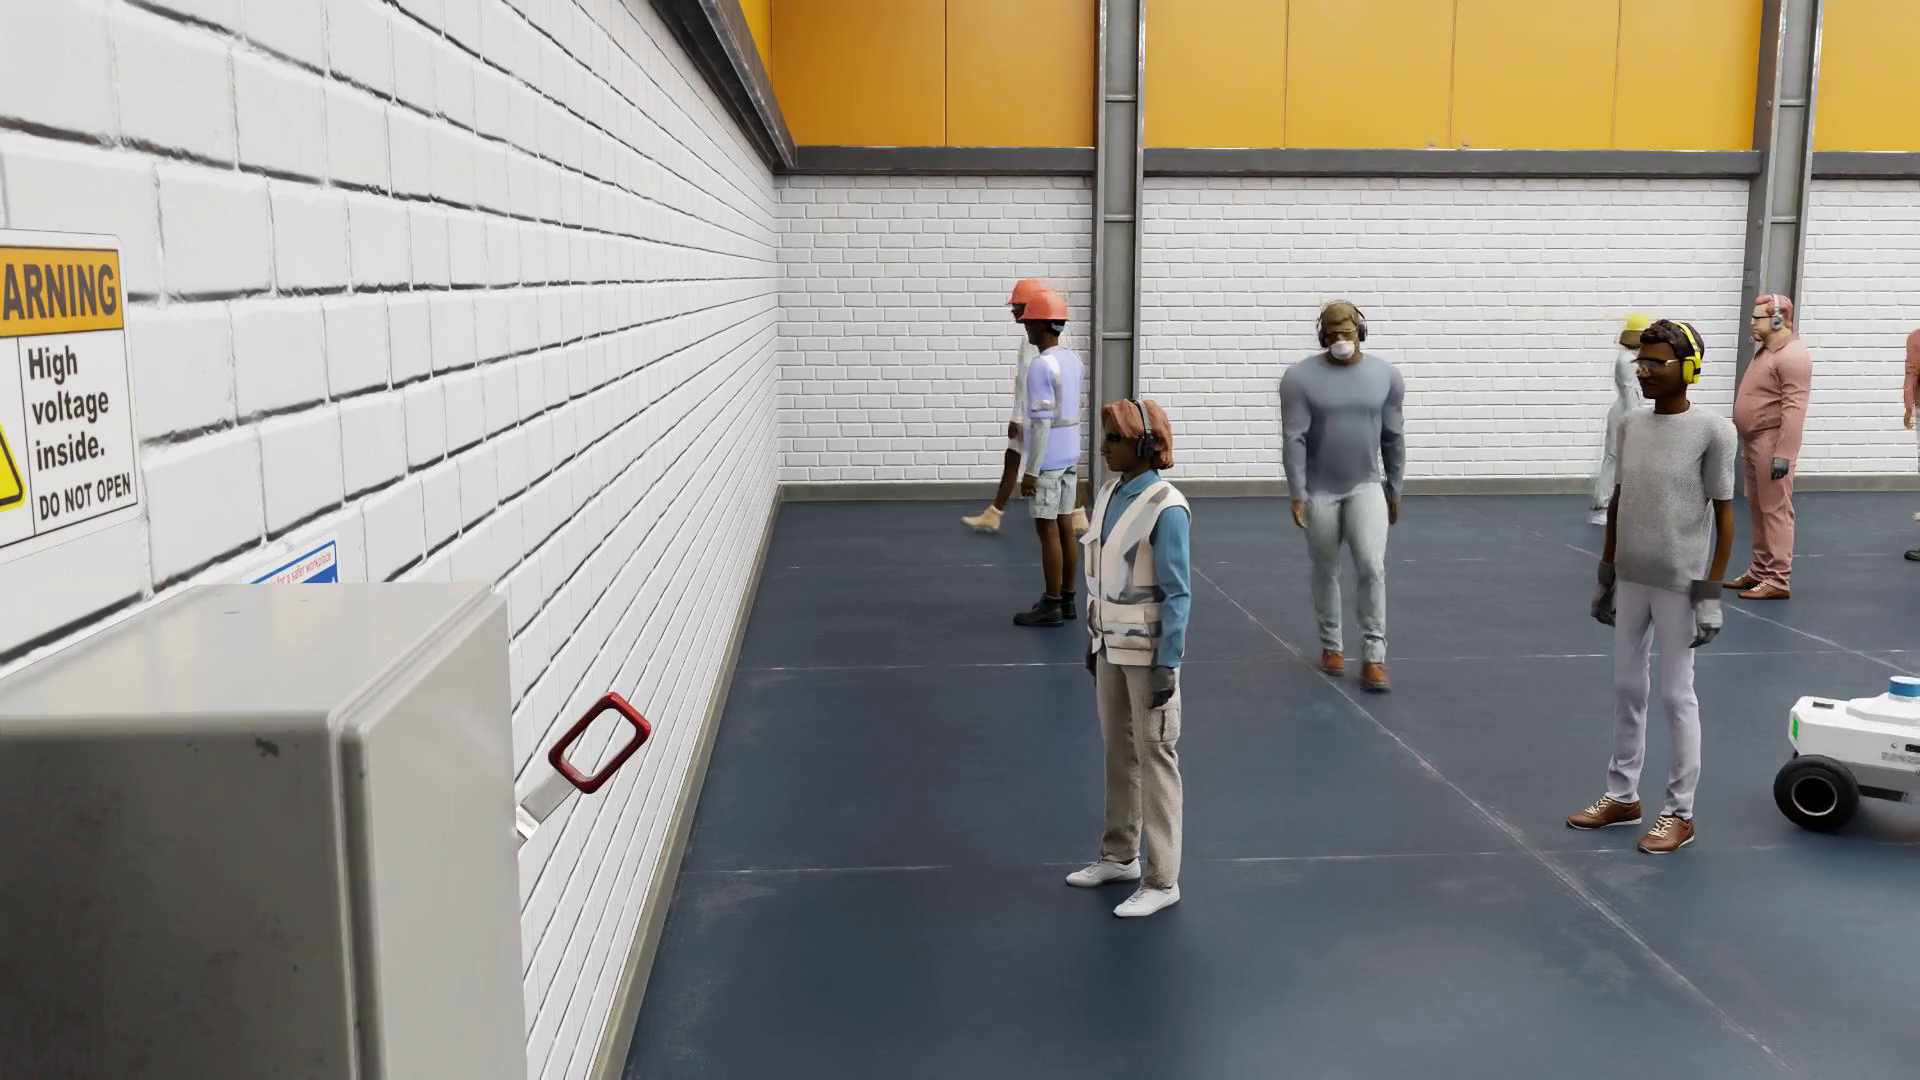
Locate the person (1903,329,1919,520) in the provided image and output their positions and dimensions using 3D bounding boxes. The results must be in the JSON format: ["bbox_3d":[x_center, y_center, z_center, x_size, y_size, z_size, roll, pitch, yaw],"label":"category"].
[{"bbox_3d":[8.158,-1.105,13.633,0.775,1.948,0.557,4,10,25],"label":"person"}]

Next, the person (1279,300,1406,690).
[{"bbox_3d":[1.888,-0.218,8.173,0.643,1.891,0.846,1,9,4],"label":"person"}]

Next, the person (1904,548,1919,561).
[{"bbox_3d":[6.959,-0.802,11.715,0.545,1.938,0.357,-8,12,-40],"label":"person"}]

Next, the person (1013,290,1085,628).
[{"bbox_3d":[0.499,-0.463,9.586,0.366,1.939,0.542,5,10,27],"label":"person"}]

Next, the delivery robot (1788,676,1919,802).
[{"bbox_3d":[3.427,0.741,6.060,0.707,0.478,0.477,6,11,34],"label":"delivery robot"}]

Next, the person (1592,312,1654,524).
[{"bbox_3d":[5.428,-0.950,13.328,0.670,1.721,0.486,7,11,37],"label":"person"}]

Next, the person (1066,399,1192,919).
[{"bbox_3d":[0.556,0.368,5.302,0.306,1.640,0.523,-4,10,-23],"label":"person"}]

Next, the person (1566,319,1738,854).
[{"bbox_3d":[2.458,0.161,5.882,0.321,1.871,0.532,-5,10,-28],"label":"person"}]

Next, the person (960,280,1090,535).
[{"bbox_3d":[0.549,-1.011,12.883,1.042,1.989,0.628,1,9,6],"label":"person"}]

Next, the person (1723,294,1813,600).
[{"bbox_3d":[5.047,-0.579,10.422,0.402,1.904,0.652,2,9,10],"label":"person"}]
